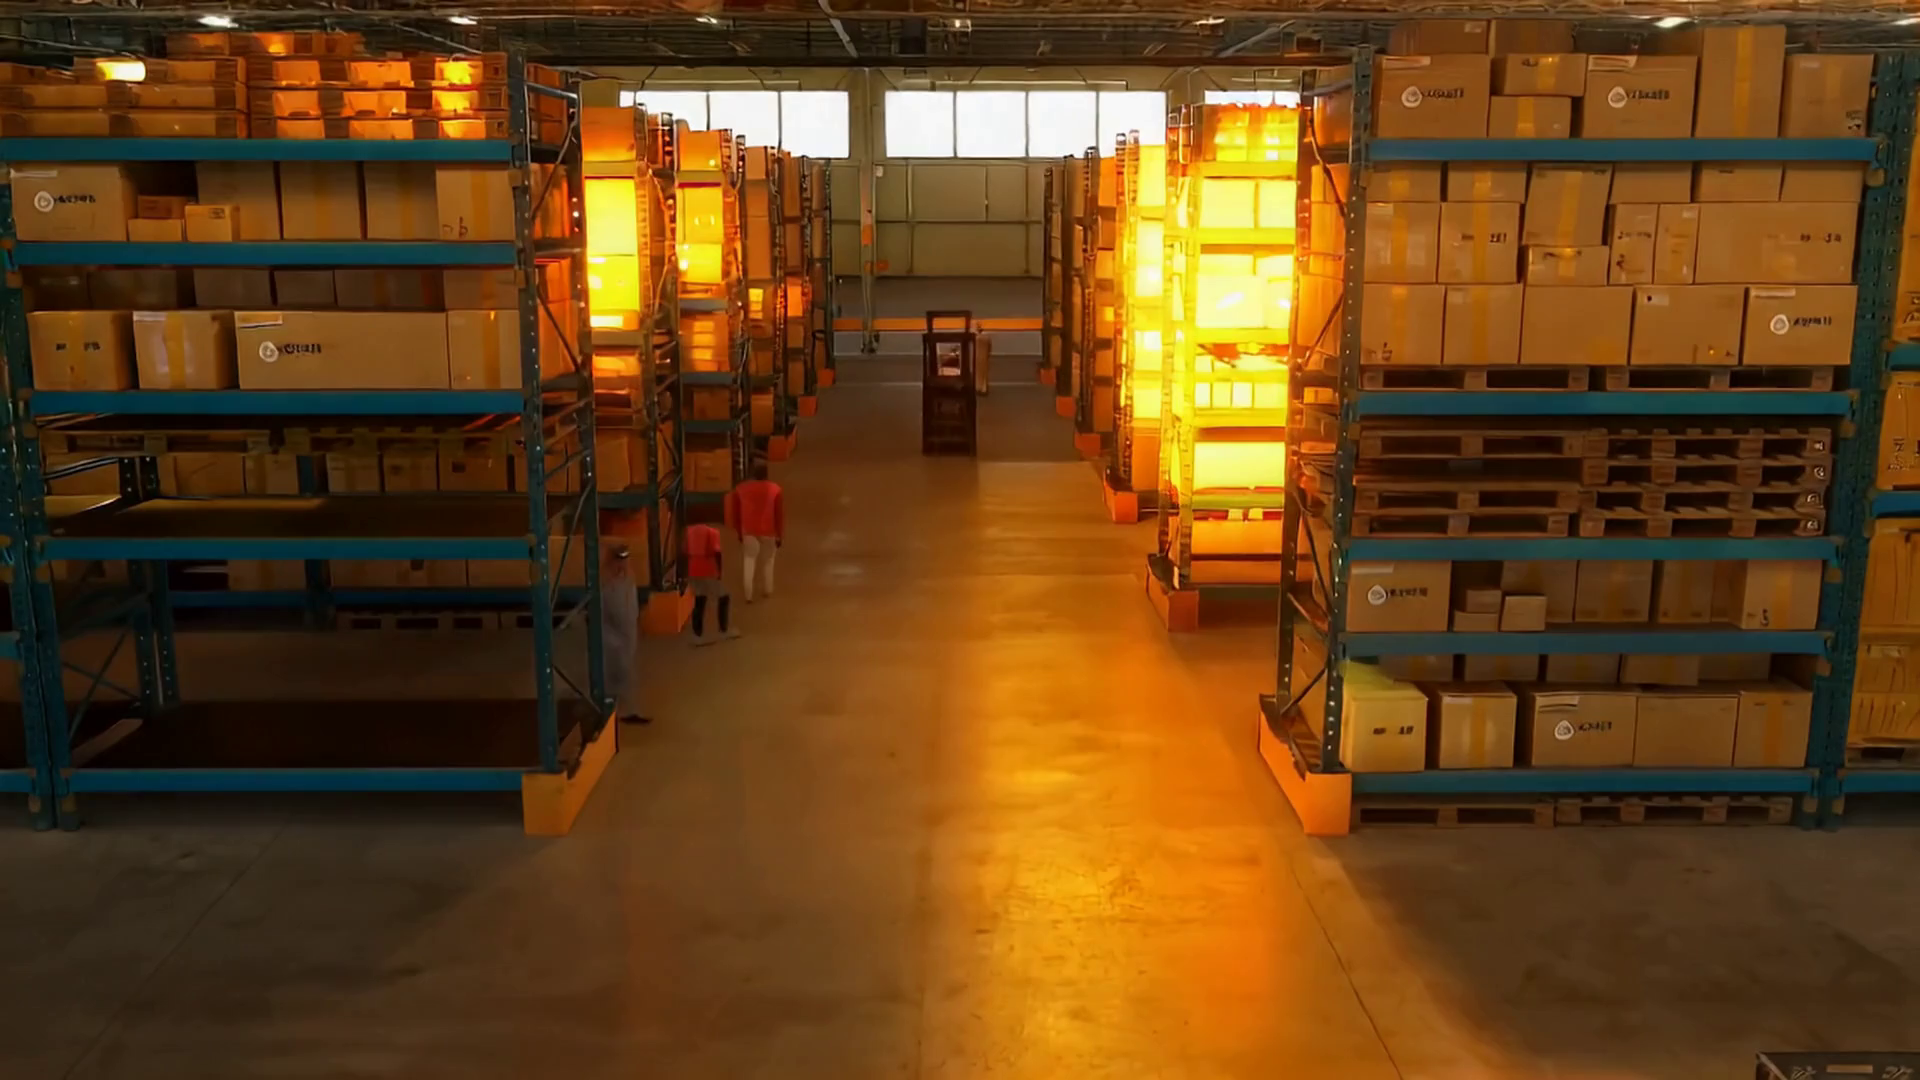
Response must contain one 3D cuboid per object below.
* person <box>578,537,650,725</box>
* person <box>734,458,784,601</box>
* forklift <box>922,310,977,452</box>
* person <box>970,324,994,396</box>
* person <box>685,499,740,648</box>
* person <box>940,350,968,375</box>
[{"bbox_3d":[-3.369,0.862,15.984,0.721,1.867,0.658,4,12,17],"label":"person"},{"bbox_3d":[-2.522,-0.113,20.880,0.637,1.828,0.658,0,11,1],"label":"person"},{"bbox_3d":[-0.219,-3.305,34.081,1.129,2.768,1.873,0,11,-1],"label":"forklift"},{"bbox_3d":[0.555,-4.716,43.570,0.694,1.893,0.423,-1,11,-7],"label":"person"},{"bbox_3d":[-2.833,0.364,18.891,0.555,1.664,0.703,8,14,36],"label":"person"},{"bbox_3d":[-0.155,-2.903,34.268,0.612,2.016,0.892,3,12,17],"label":"person"}]
